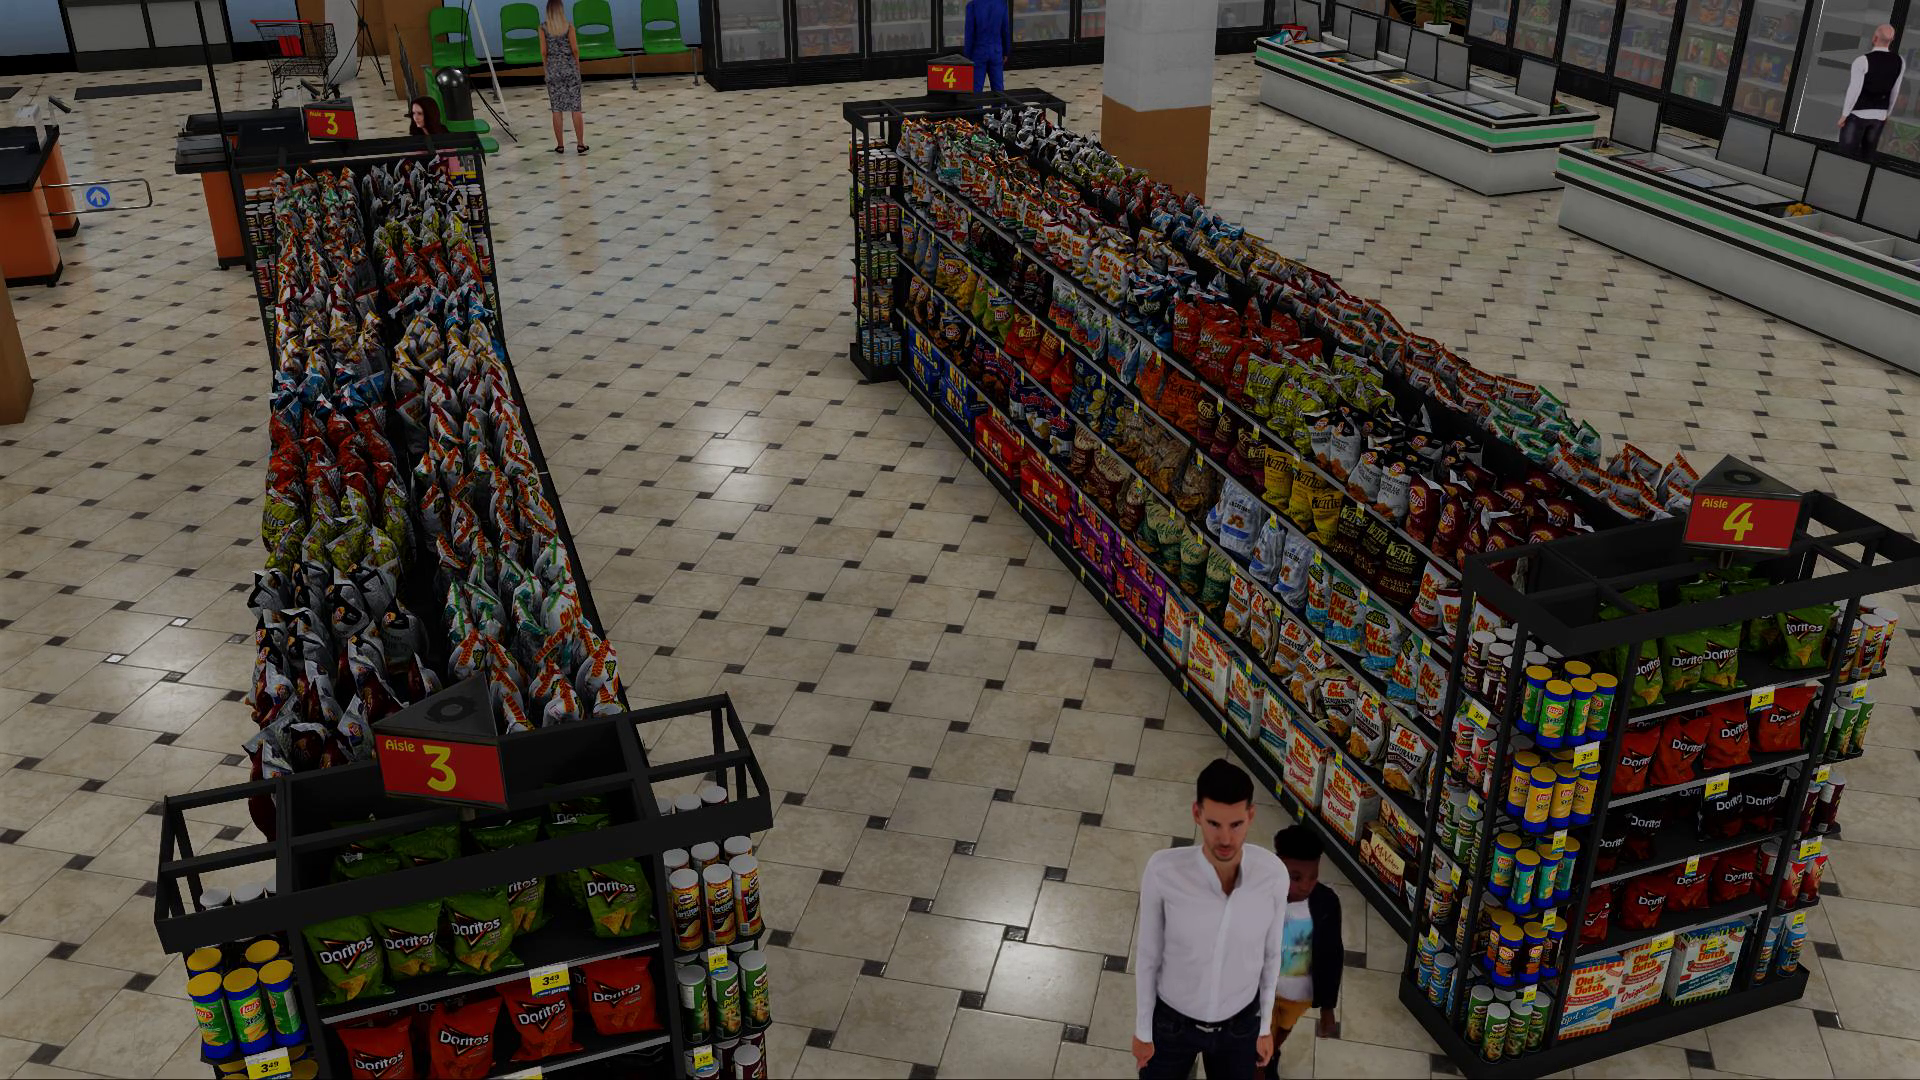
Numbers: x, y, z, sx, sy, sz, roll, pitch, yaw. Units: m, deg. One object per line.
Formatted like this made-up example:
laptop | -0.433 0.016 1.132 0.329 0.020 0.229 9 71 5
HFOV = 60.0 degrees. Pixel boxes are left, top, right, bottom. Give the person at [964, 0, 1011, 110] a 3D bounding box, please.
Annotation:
person | 0.316 -5.682 19.437 0.730 1.828 0.550 -8 28 -15

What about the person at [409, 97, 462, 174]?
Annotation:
person | -4.262 -2.737 13.658 0.694 1.801 0.724 8 28 16

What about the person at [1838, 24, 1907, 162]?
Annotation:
person | 8.940 -4.156 16.432 0.738 1.824 0.672 -3 27 -7

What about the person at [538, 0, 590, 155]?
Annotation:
person | -4.455 -5.198 18.617 0.615 1.705 0.584 -2 27 -3

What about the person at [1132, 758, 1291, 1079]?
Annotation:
person | 0.768 1.486 5.256 0.691 1.868 0.691 0 27 -1

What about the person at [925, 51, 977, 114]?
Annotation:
person | -0.078 -3.392 14.845 0.759 1.896 0.811 11 29 21

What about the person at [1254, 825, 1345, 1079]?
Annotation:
person | 1.152 1.509 5.904 0.718 1.243 0.927 2 27 4
